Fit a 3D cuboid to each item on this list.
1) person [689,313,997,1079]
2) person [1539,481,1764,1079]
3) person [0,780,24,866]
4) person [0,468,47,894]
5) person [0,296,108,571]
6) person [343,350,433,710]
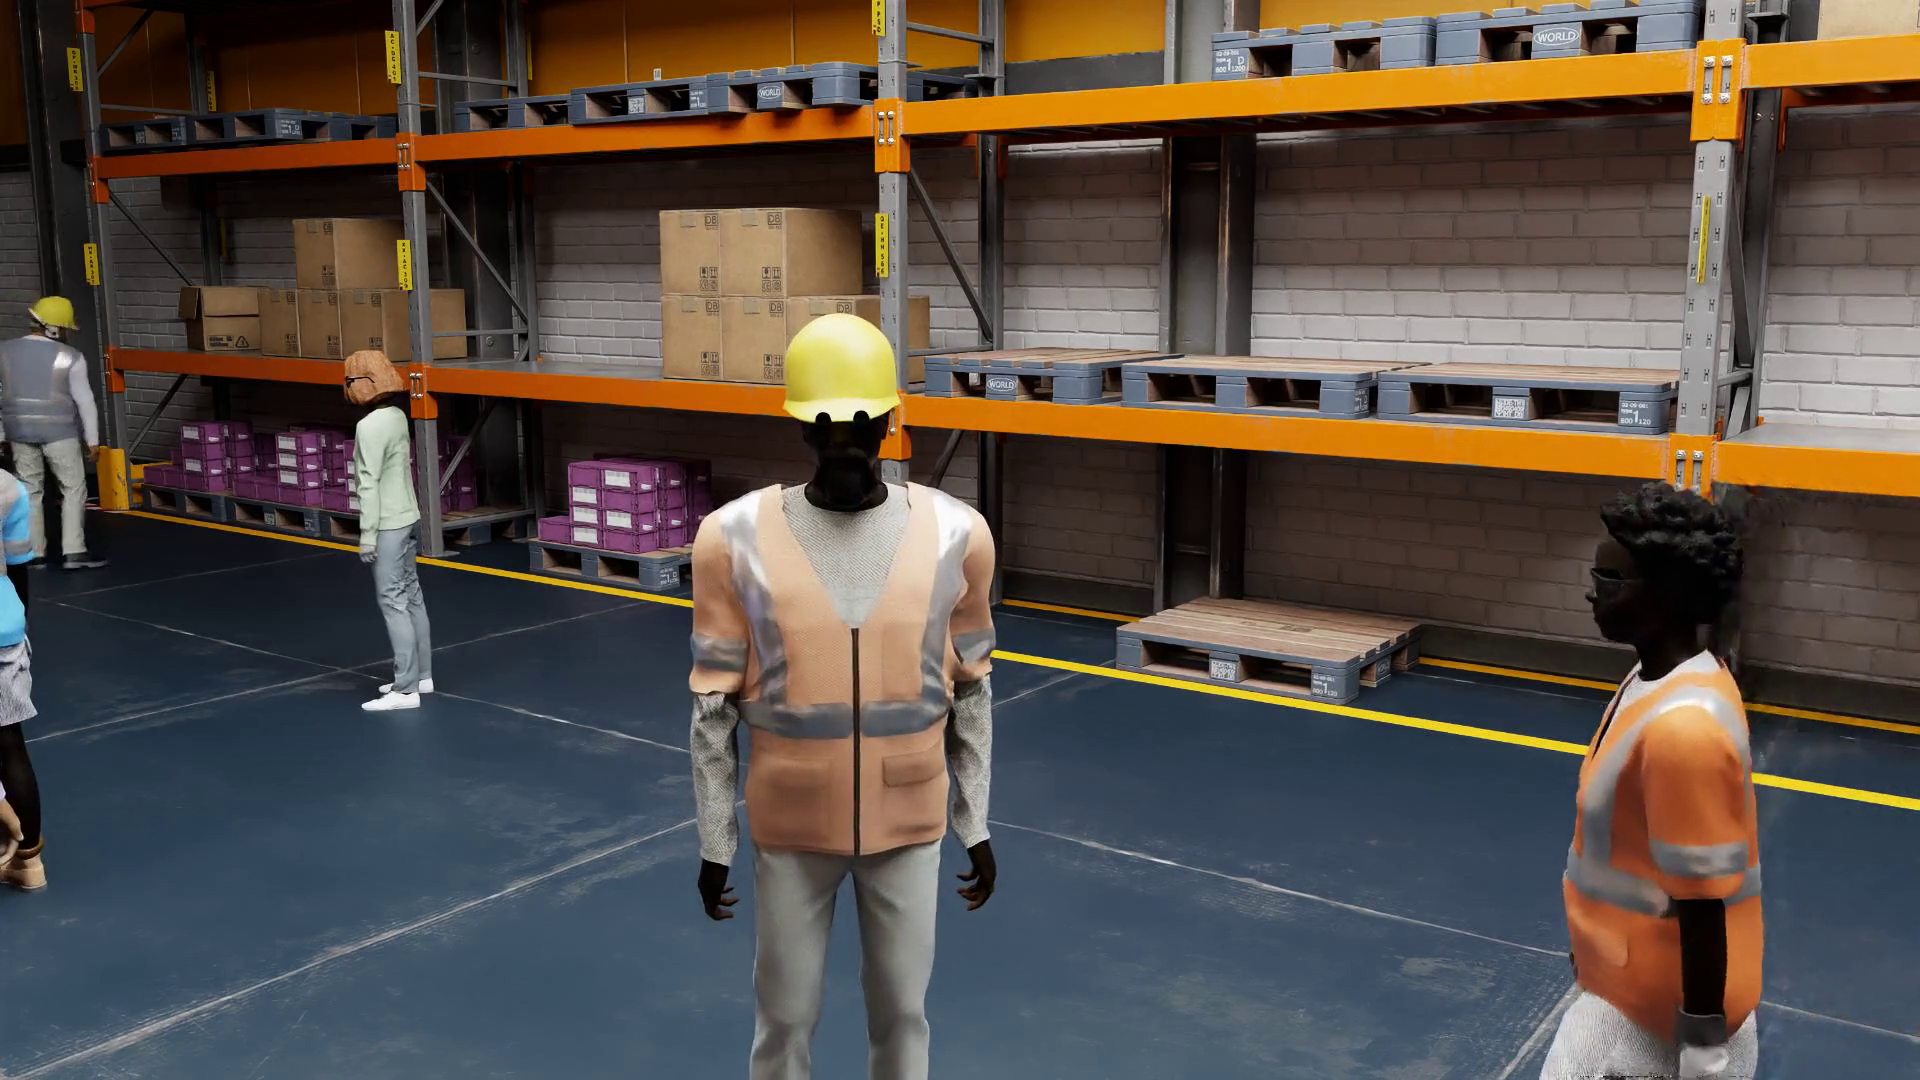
[{"bbox_3d":[-0.214,0.533,3.205,0.594,1.924,0.382,-2,10,-10],"label":"person"},{"bbox_3d":[1.099,0.726,2.837,0.876,1.649,0.551,4,10,22],"label":"person"},{"bbox_3d":[-2.076,0.536,3.150,0.352,1.937,0.635,3,10,17],"label":"person"},{"bbox_3d":[-3.123,0.321,5.175,0.324,1.688,0.531,5,11,28],"label":"person"},{"bbox_3d":[-5.939,-0.675,10.815,0.678,1.790,0.492,-1,10,-9],"label":"person"},{"bbox_3d":[-2.609,-0.046,7.560,0.287,1.625,0.496,-1,10,-4],"label":"person"}]
